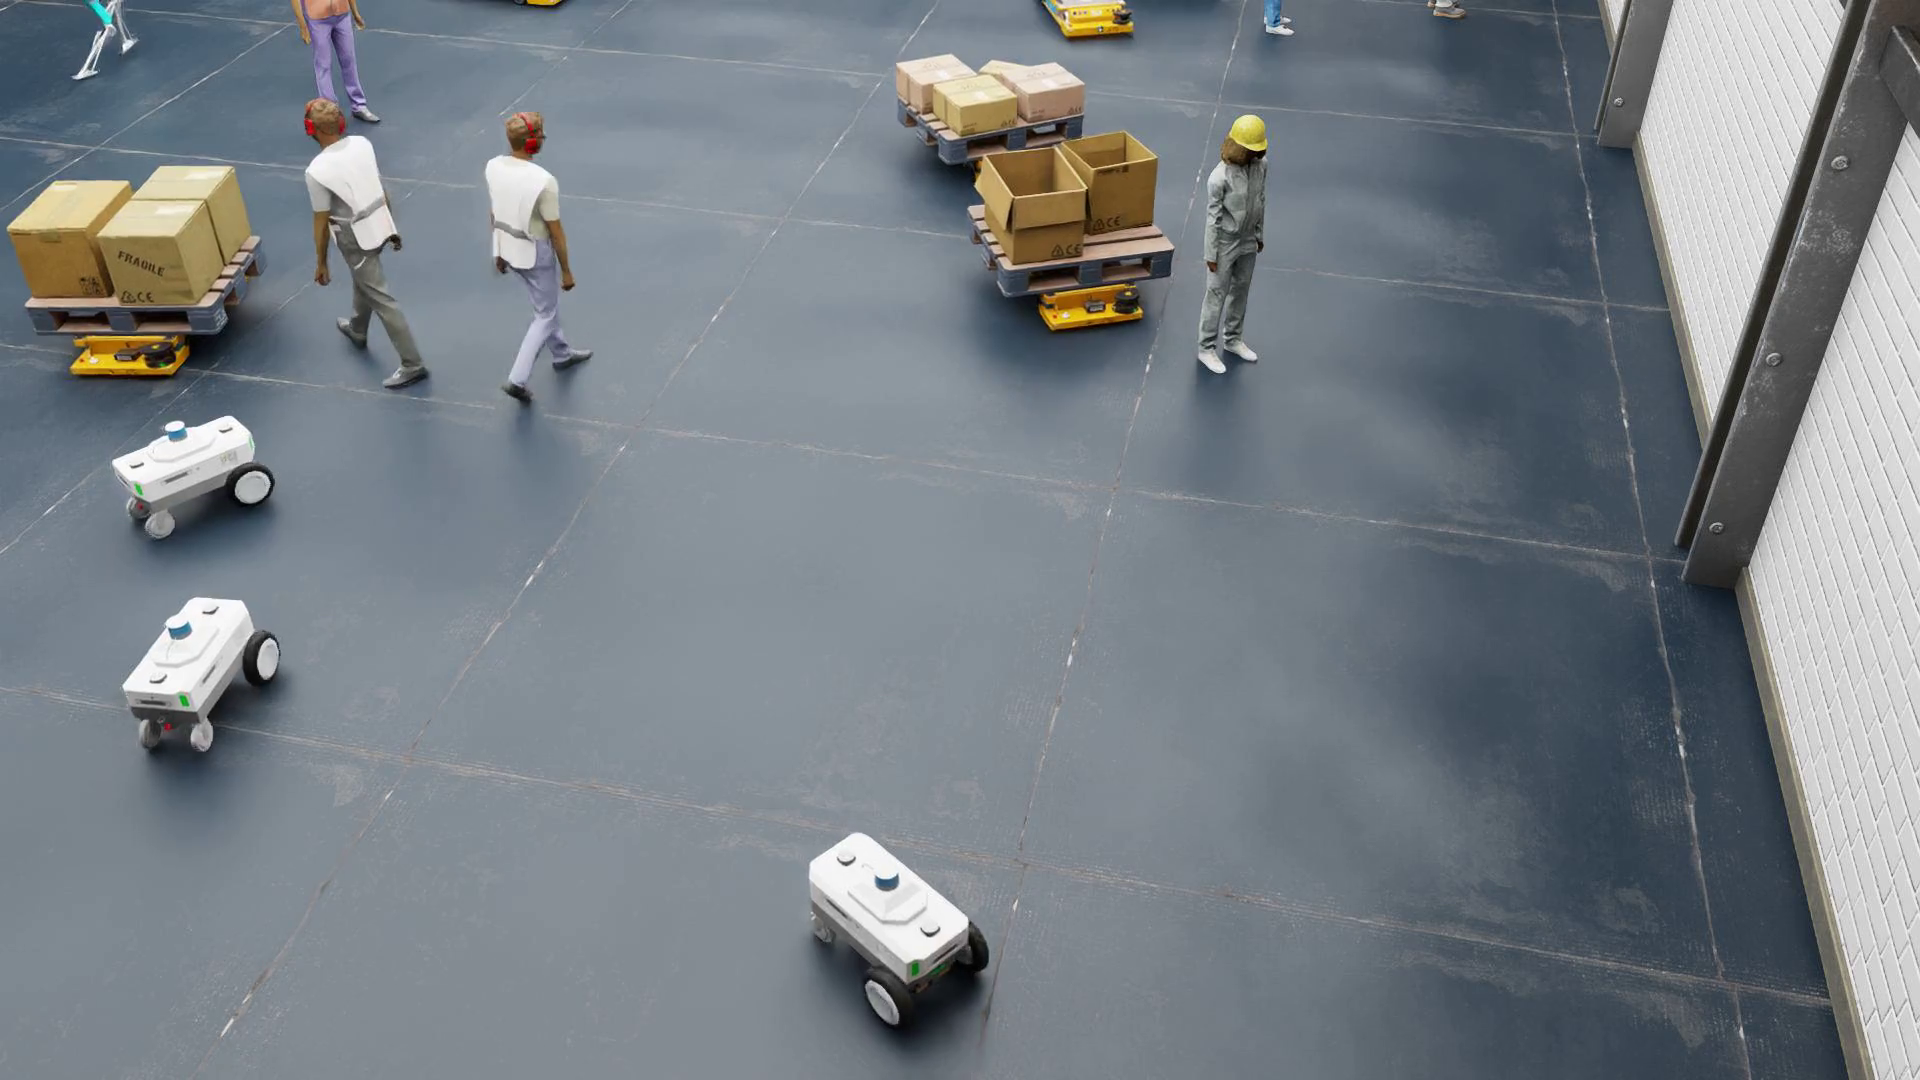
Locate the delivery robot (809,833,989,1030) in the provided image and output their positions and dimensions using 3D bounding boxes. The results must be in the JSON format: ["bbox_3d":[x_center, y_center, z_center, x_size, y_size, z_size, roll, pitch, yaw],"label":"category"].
[{"bbox_3d":[-0.280,1.585,6.875,0.499,0.613,0.807,-30,46,-33],"label":"delivery robot"}]

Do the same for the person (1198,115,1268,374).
[{"bbox_3d":[1.739,-1.864,10.493,0.486,1.728,0.319,-27,44,-31],"label":"person"}]

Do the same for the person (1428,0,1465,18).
[{"bbox_3d":[4.777,-5.972,15.862,0.344,1.882,0.584,2,37,2],"label":"person"}]

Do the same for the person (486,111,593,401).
[{"bbox_3d":[-2.667,-1.726,10.247,0.595,1.812,0.758,26,44,30],"label":"person"}]

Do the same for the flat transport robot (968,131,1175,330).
[{"bbox_3d":[0.746,-1.929,11.799,0.659,0.231,1.431,-9,38,-12],"label":"flat transport robot"}]

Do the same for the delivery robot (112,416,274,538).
[{"bbox_3d":[-4.395,-0.405,9.537,0.811,0.613,0.499,-30,46,-34],"label":"delivery robot"}]

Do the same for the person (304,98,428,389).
[{"bbox_3d":[-3.833,-1.874,10.464,0.854,1.781,0.635,9,38,11],"label":"person"}]

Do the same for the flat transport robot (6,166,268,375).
[{"bbox_3d":[-5.422,-1.551,11.294,0.659,0.231,1.431,0,37,0],"label":"flat transport robot"}]

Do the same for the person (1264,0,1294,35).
[{"bbox_3d":[3.024,-5.624,15.523,0.361,1.732,0.488,4,37,5],"label":"person"}]

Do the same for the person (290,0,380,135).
[{"bbox_3d":[-5.186,-4.289,13.641,0.391,1.846,0.562,27,44,31],"label":"person"}]

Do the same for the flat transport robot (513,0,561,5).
[{"bbox_3d":[-4.583,-5.640,16.766,1.431,0.231,0.659,10,38,14],"label":"flat transport robot"}]

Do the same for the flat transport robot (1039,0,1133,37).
[{"bbox_3d":[1.175,-5.267,16.267,0.659,0.231,1.431,-8,37,-10],"label":"flat transport robot"}]

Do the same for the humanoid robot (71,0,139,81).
[{"bbox_3d":[-7.707,-5.036,14.765,0.534,1.761,1.019,14,39,18],"label":"humanoid robot"}]

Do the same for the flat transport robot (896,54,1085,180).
[{"bbox_3d":[0.240,-3.238,13.552,0.659,0.231,1.431,-16,40,-20],"label":"flat transport robot"}]

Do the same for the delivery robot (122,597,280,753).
[{"bbox_3d":[-3.751,0.623,8.139,0.499,0.586,0.772,4,37,5],"label":"delivery robot"}]
